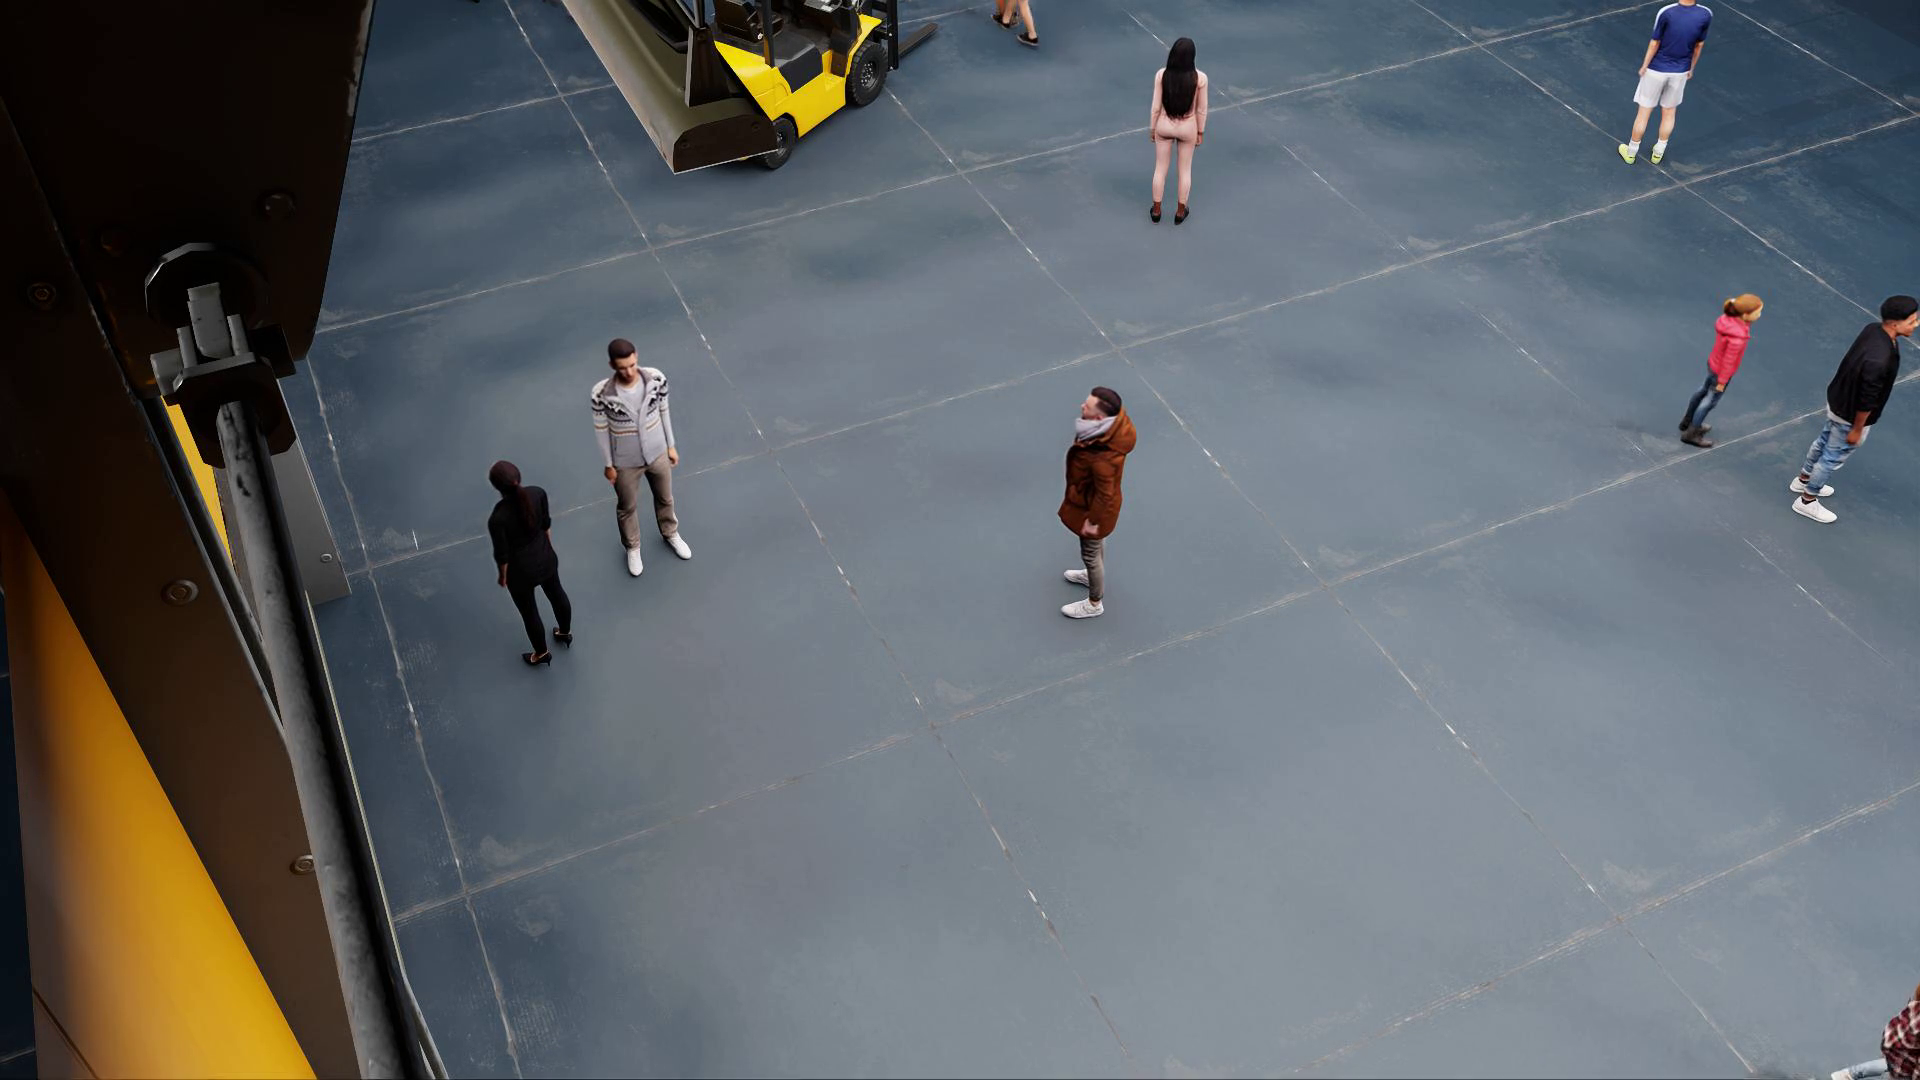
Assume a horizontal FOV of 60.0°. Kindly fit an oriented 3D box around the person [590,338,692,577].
[{"bbox_3d":[-2.167,-0.602,11.202,0.691,1.862,0.578,-21,47,-21],"label":"person"}]

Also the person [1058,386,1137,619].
[{"bbox_3d":[0.890,-0.258,10.858,0.906,1.839,0.823,5,44,5],"label":"person"}]

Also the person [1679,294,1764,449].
[{"bbox_3d":[5.606,-1.282,12.313,0.658,1.314,0.586,10,45,10],"label":"person"}]

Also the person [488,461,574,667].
[{"bbox_3d":[-2.731,0.152,10.555,0.703,1.662,0.688,27,50,26],"label":"person"}]

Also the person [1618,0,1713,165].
[{"bbox_3d":[6.419,-4.276,15.076,0.721,1.838,0.720,3,44,3],"label":"person"}]

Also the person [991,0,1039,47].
[{"bbox_3d":[0.643,-5.763,16.859,1.021,1.532,0.784,34,53,30],"label":"person"}]

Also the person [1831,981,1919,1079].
[{"bbox_3d":[4.691,2.526,8.327,0.718,1.299,0.661,18,47,18],"label":"person"}]

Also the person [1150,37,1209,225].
[{"bbox_3d":[1.866,-3.530,14.379,0.697,1.720,0.716,7,44,8],"label":"person"}]

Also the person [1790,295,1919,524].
[{"bbox_3d":[6.231,-0.948,11.602,0.839,1.812,0.775,13,45,14],"label":"person"}]
